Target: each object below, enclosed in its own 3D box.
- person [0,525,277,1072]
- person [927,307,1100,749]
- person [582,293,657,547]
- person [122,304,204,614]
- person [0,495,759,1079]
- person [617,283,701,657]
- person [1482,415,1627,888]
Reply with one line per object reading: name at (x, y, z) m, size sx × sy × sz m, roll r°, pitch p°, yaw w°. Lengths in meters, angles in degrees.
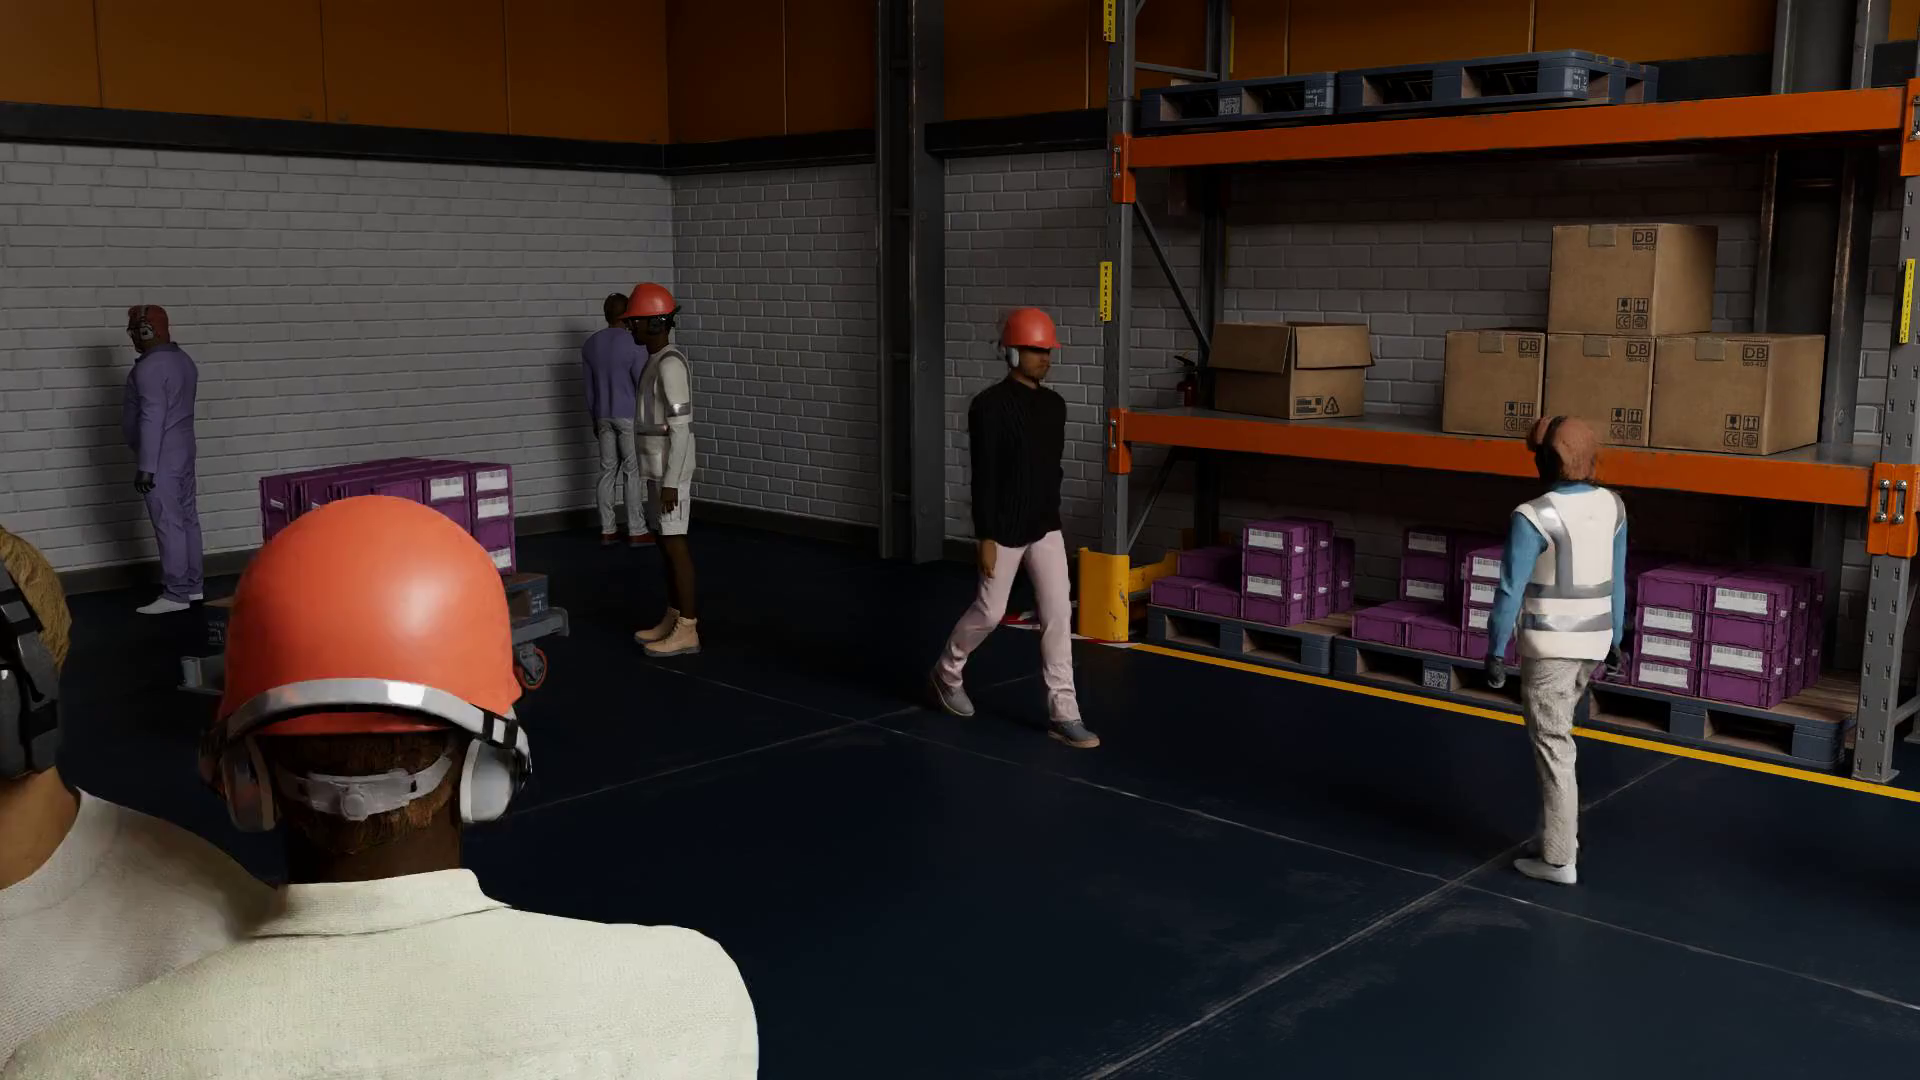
person at (-0.825, 0.920, 1.484) m, size 0.636 × 1.938 × 0.358 m, roll 2°, pitch 10°, yaw 14°
person at (0.227, -0.079, 7.572) m, size 0.620 × 1.963 × 0.975 m, roll -8°, pitch 12°, yaw -40°
person at (-2.583, -0.910, 12.704) m, size 0.629 × 1.940 × 0.372 m, roll 5°, pitch 10°, yaw 27°
person at (-4.943, -0.498, 10.288) m, size 0.408 × 1.906 × 0.638 m, roll -1°, pitch 9°, yaw -5°
person at (-0.460, 0.927, 1.454) m, size 0.604 × 1.931 × 1.082 m, roll -2°, pitch 9°, yaw -12°
person at (-1.654, -0.380, 9.137) m, size 0.393 × 2.041 × 0.613 m, roll -3°, pitch 10°, yaw -18°
person at (2.027, 0.376, 5.755) m, size 0.546 × 1.619 × 0.458 m, roll -6°, pitch 11°, yaw -31°
